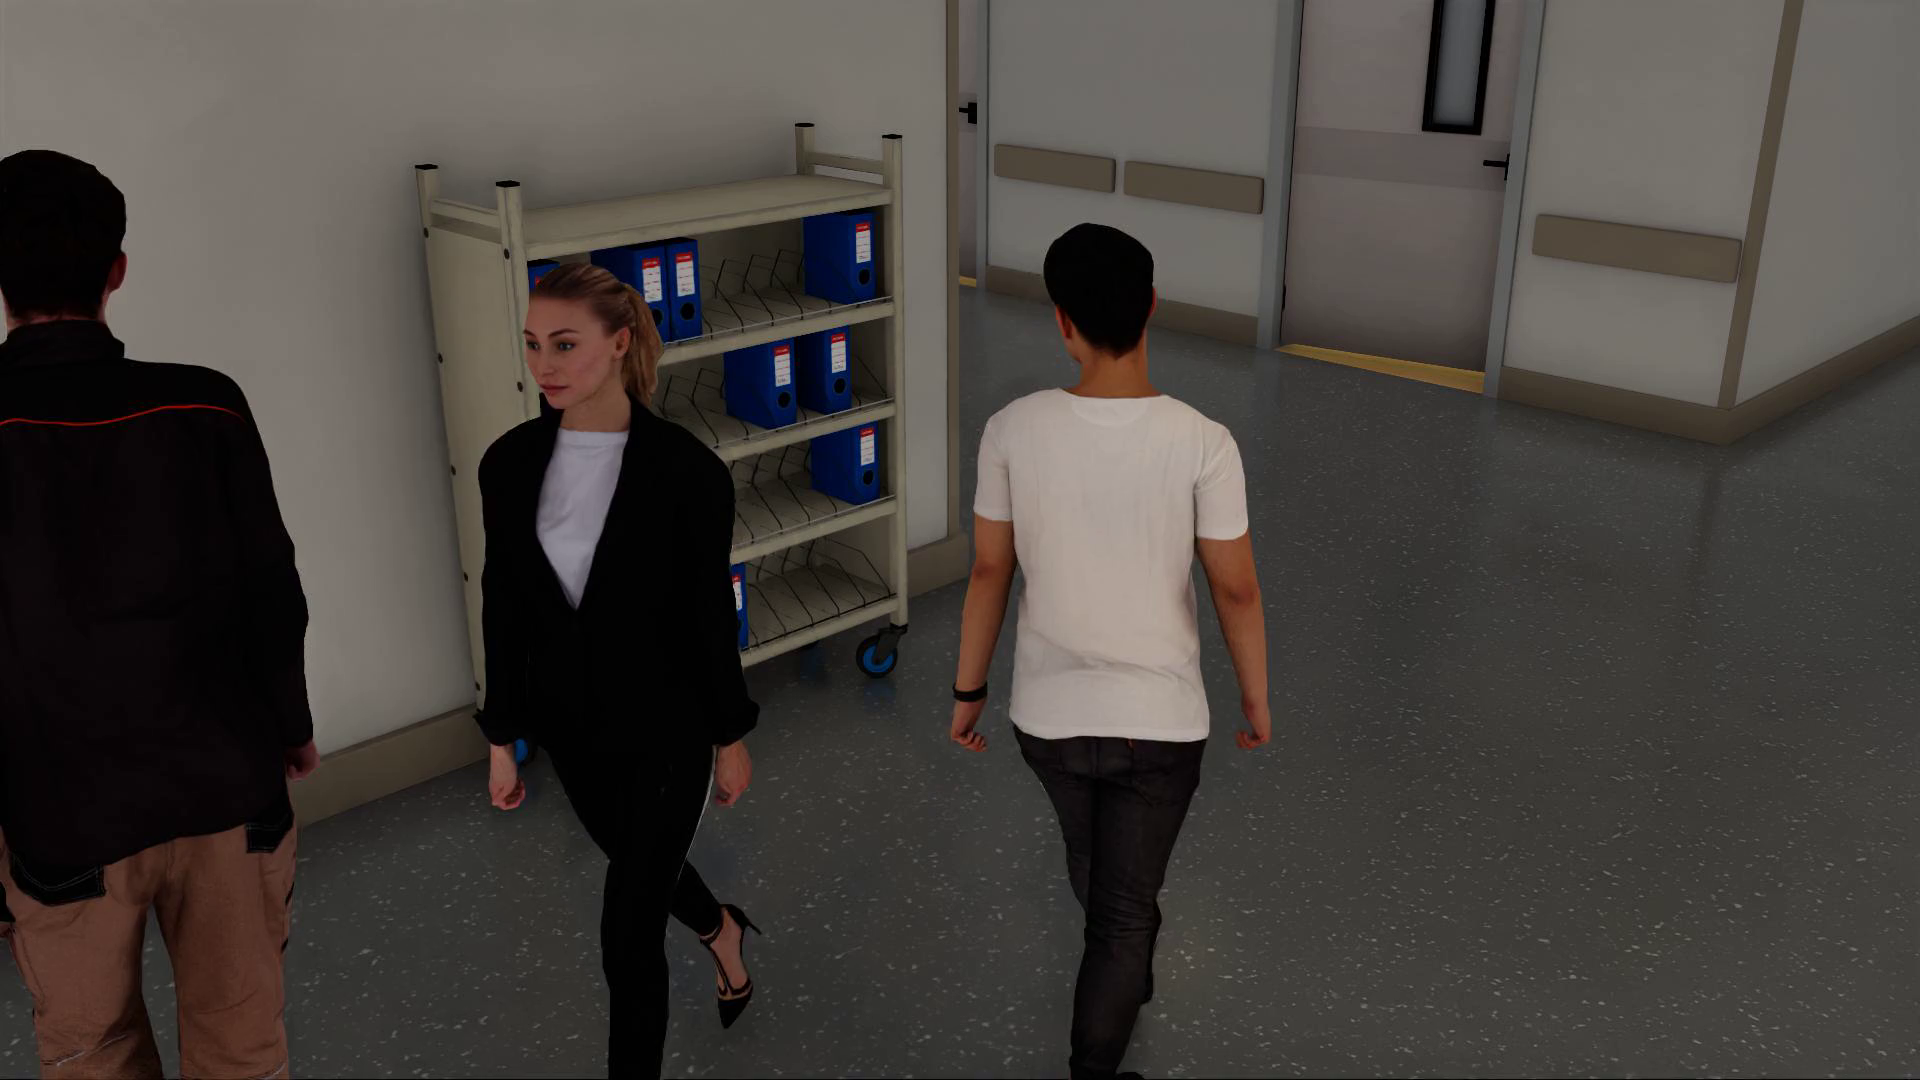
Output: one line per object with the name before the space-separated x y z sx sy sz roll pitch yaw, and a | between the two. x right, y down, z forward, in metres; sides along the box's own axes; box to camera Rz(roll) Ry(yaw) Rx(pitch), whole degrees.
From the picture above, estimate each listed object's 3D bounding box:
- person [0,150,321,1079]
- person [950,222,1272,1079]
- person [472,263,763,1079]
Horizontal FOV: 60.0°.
person | -1.183 0.423 2.439 0.668 1.908 0.842 -15 25 -34
person | 0.228 0.325 2.980 0.914 1.678 1.097 10 23 25
person | -0.560 0.342 2.994 0.978 1.668 1.176 5 21 13
